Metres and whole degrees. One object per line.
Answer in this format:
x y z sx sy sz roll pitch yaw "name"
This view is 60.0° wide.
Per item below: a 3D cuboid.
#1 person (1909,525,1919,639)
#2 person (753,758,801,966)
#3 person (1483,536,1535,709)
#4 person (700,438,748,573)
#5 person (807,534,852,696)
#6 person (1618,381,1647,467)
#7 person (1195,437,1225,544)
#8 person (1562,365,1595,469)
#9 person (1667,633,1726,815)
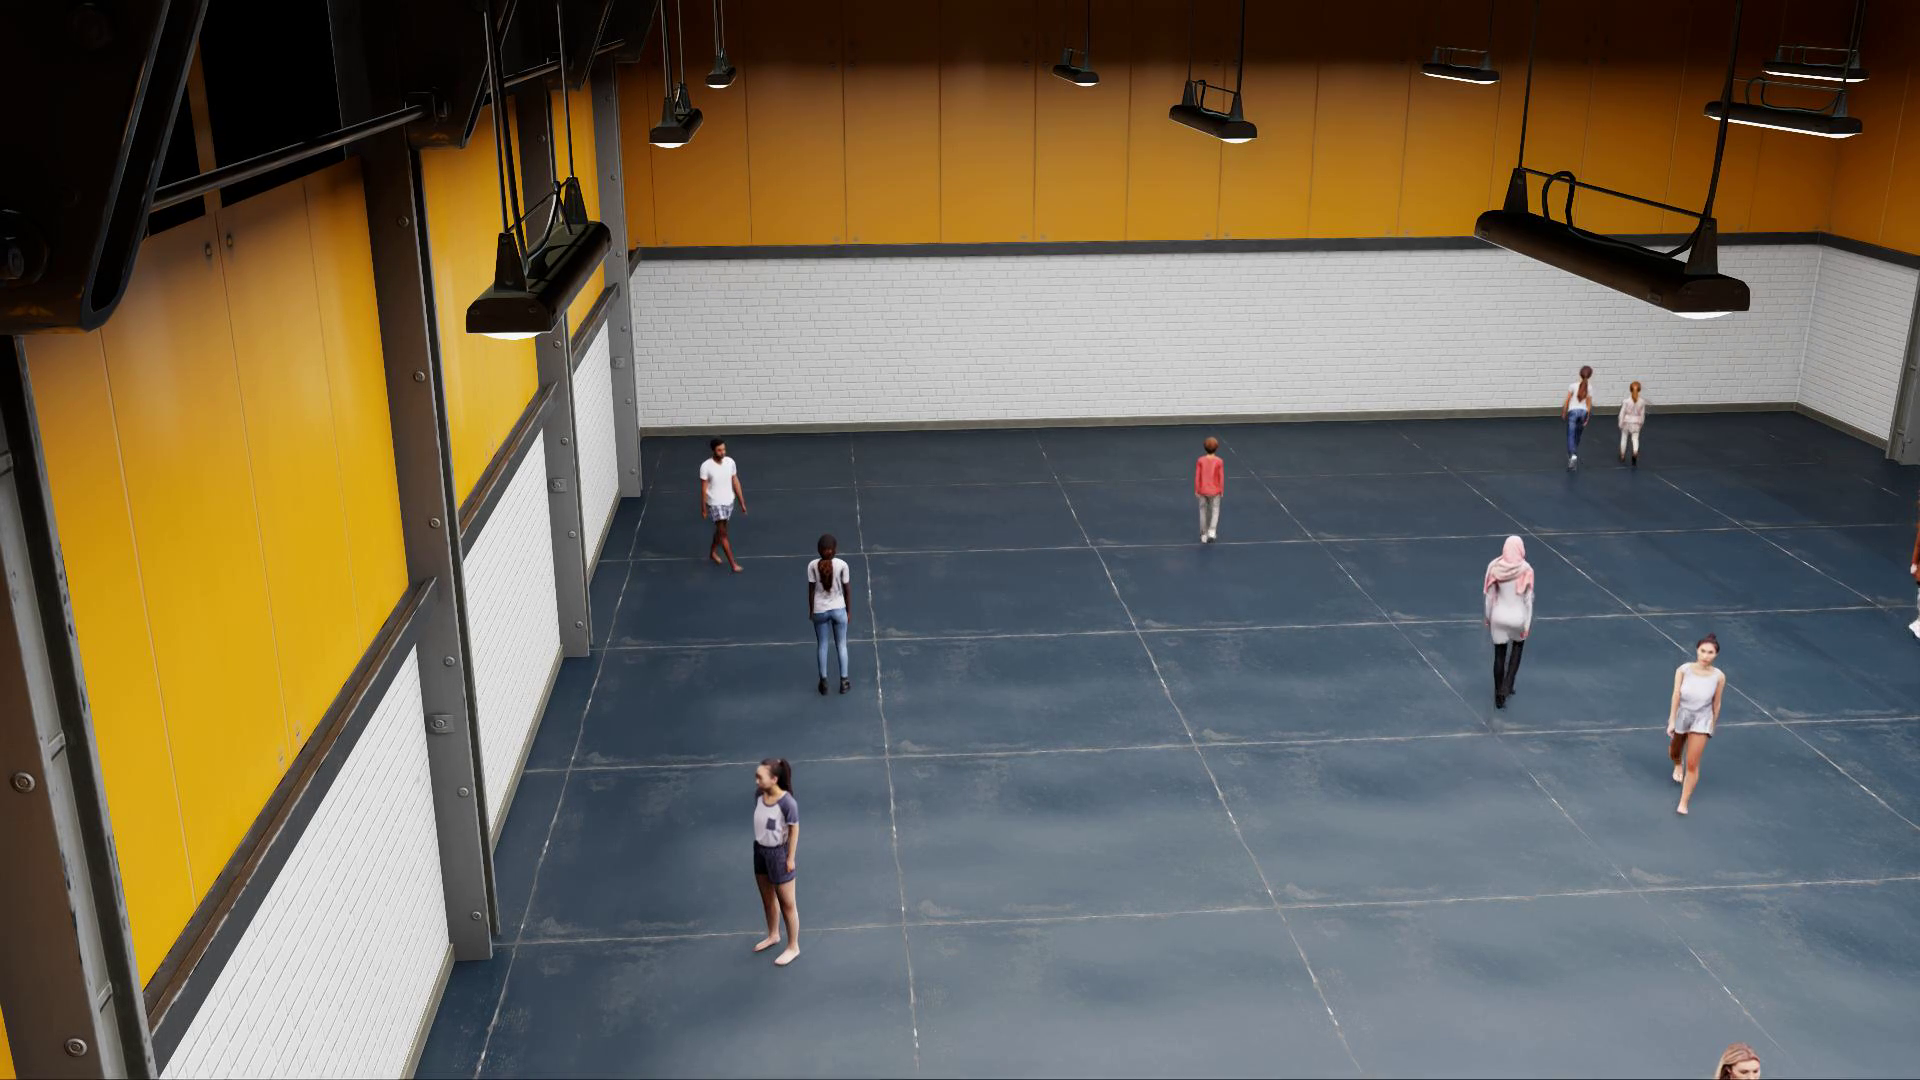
10.747 0.326 18.324 0.849 1.798 1.177 2 19 6 "person"
-1.377 2.379 12.461 0.651 1.650 0.726 17 25 41 "person"
5.523 0.849 16.783 0.784 1.791 0.827 9 20 24 "person"
-3.035 -0.457 20.829 1.079 1.683 1.213 -16 24 -39 "person"
-1.344 0.755 17.175 0.590 1.719 0.520 -1 19 -2 "person"
10.240 -1.766 25.323 0.687 1.297 0.925 3 19 10 "person"
3.263 -0.641 21.802 0.613 1.411 0.669 4 19 11 "person"
9.371 -1.858 25.240 0.756 1.522 1.123 3 19 10 "person"
6.551 1.600 14.890 0.931 1.576 1.089 10 21 27 "person"
